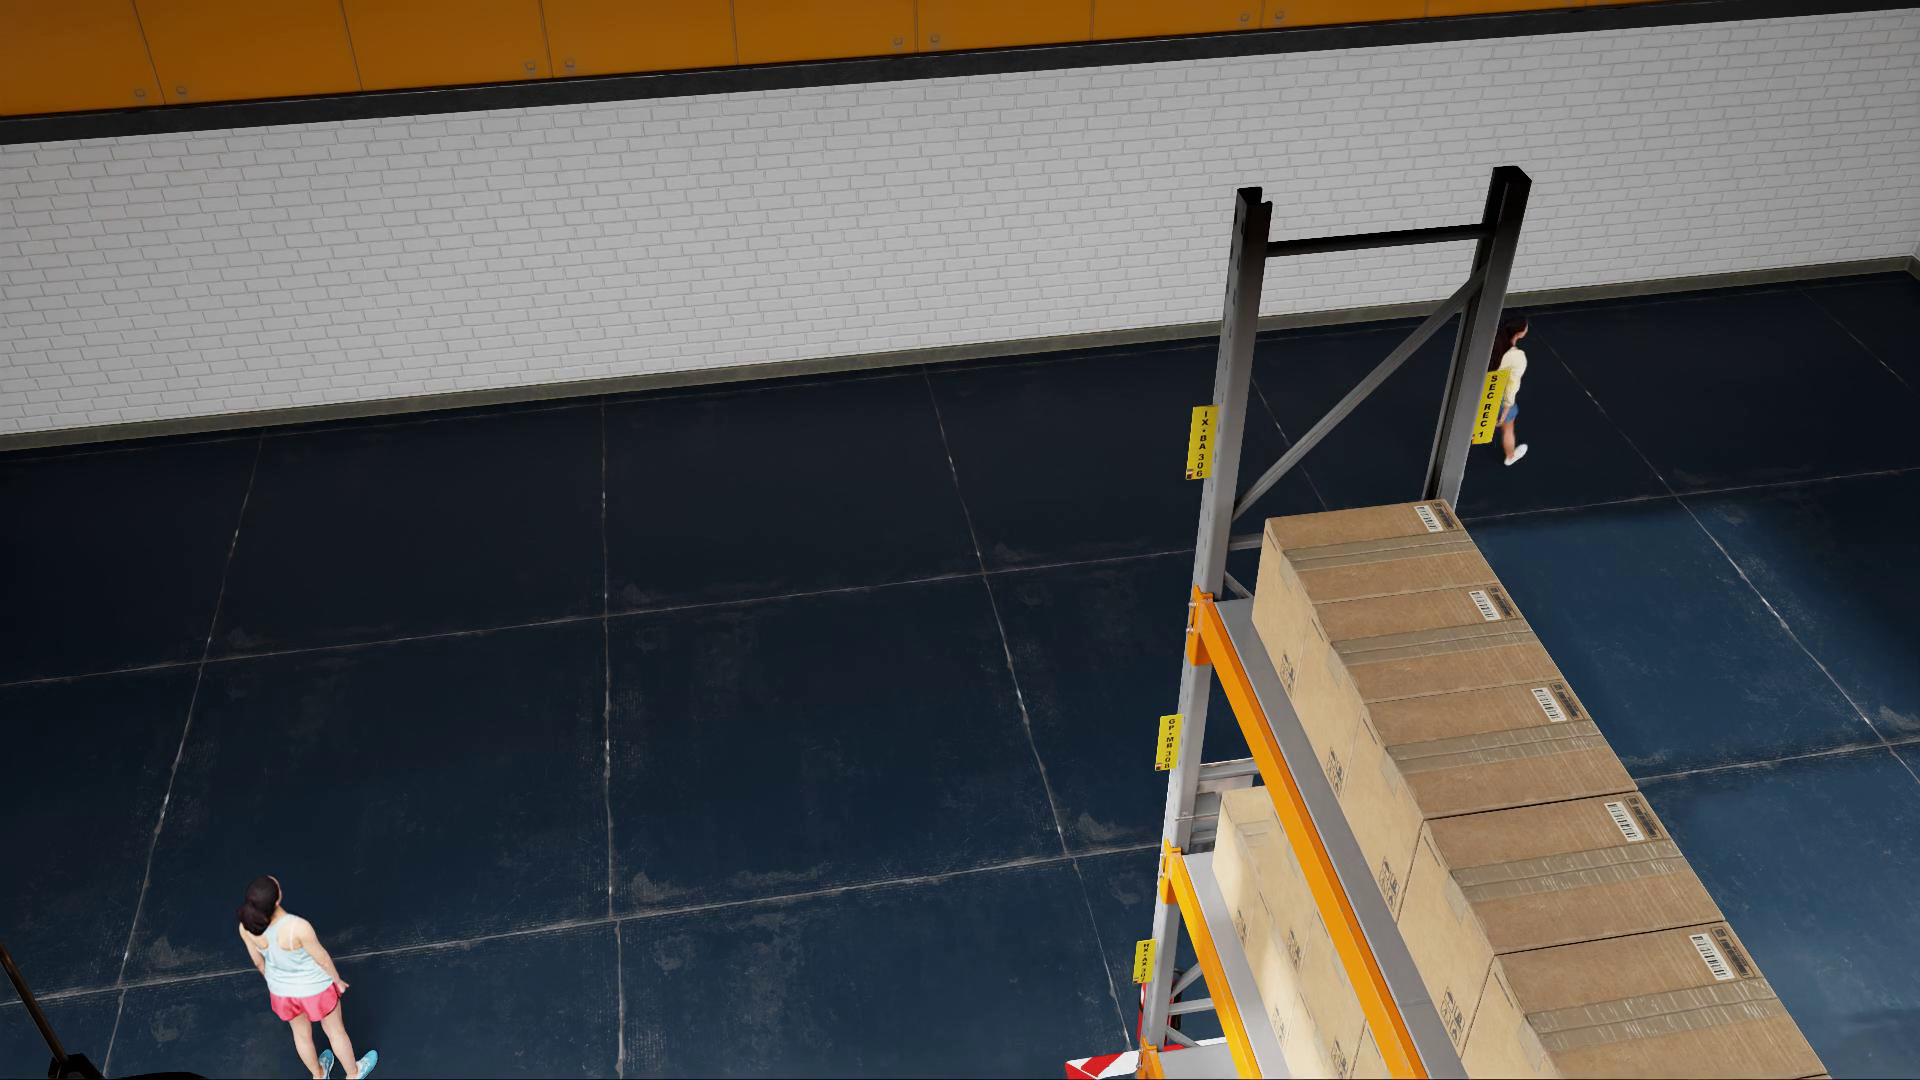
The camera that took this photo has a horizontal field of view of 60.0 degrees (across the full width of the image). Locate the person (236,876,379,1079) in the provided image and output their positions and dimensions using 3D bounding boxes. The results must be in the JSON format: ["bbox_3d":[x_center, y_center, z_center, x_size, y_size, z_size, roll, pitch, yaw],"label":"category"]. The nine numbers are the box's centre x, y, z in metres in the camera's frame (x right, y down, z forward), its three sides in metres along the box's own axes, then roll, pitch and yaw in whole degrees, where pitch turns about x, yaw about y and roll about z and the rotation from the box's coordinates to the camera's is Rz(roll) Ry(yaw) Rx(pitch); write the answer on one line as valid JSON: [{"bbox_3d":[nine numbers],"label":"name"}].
[{"bbox_3d":[-3.640,2.460,9.205,0.633,1.765,0.650,2,39,2],"label":"person"}]

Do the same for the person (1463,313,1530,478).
[{"bbox_3d":[4.362,-1.131,13.853,1.028,1.577,1.151,-24,45,-27],"label":"person"}]
